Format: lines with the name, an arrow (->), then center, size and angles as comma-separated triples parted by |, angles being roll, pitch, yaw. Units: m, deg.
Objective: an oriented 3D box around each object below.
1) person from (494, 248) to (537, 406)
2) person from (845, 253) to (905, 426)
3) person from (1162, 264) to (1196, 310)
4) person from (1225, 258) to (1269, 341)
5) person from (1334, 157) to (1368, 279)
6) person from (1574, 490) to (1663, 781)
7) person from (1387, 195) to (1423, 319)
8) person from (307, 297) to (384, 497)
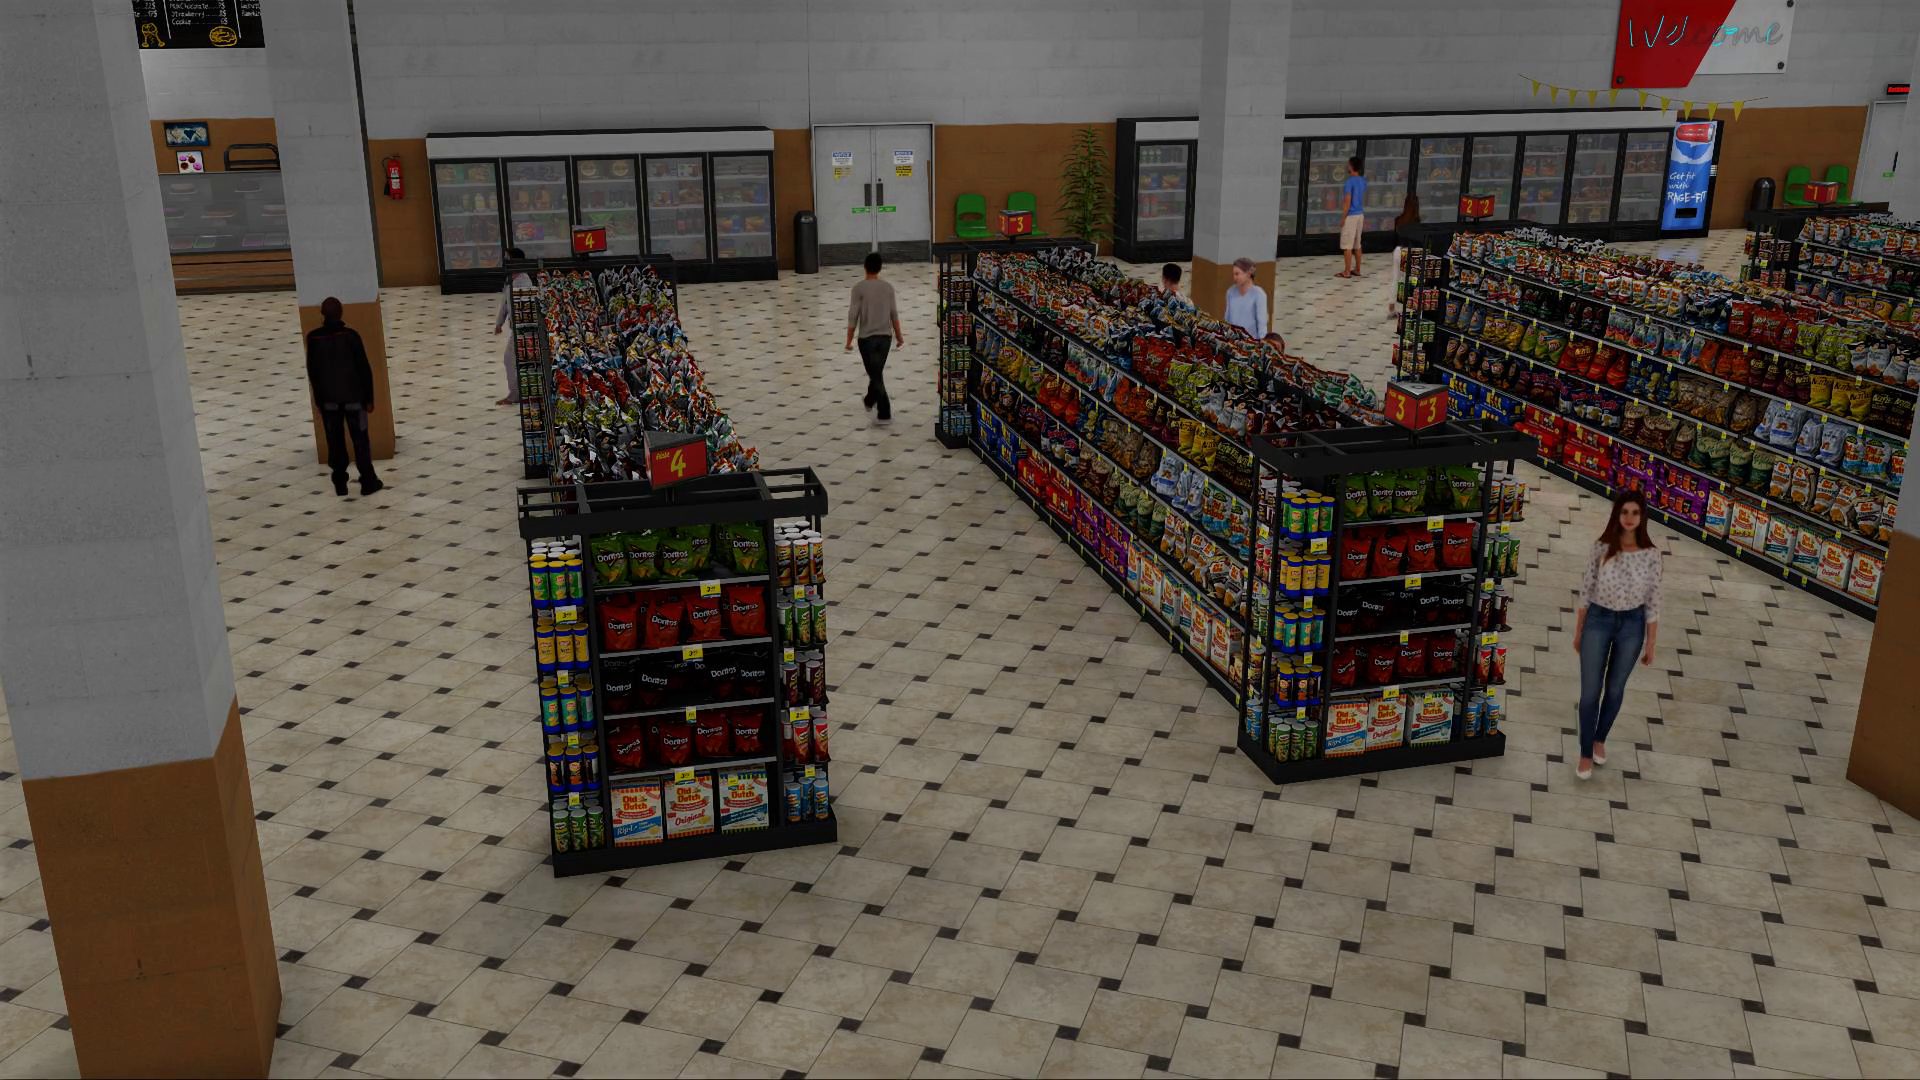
person -> -4.787, -2.375, 18.430 | 0.825, 1.715, 0.851 | -10, 21, -28
person -> -0.852, -2.073, 17.475 | 0.912, 1.753, 1.221 | -11, 22, -29
person -> 2.134, -1.845, 16.720 | 0.824, 1.804, 1.075 | -10, 21, -27
person -> 2.927, -1.935, 16.877 | 0.860, 1.875, 0.957 | 17, 25, 42
person -> 6.211, -5.099, 26.279 | 0.727, 1.862, 0.706 | -15, 24, -38
person -> 3.874, 0.513, 9.866 | 0.826, 1.715, 0.931 | 6, 19, 16
person -> 6.118, -3.896, 22.996 | 0.945, 1.680, 0.998 | -16, 25, -40
person -> -5.606, -1.306, 15.090 | 0.735, 1.825, 0.648 | -2, 19, -6
